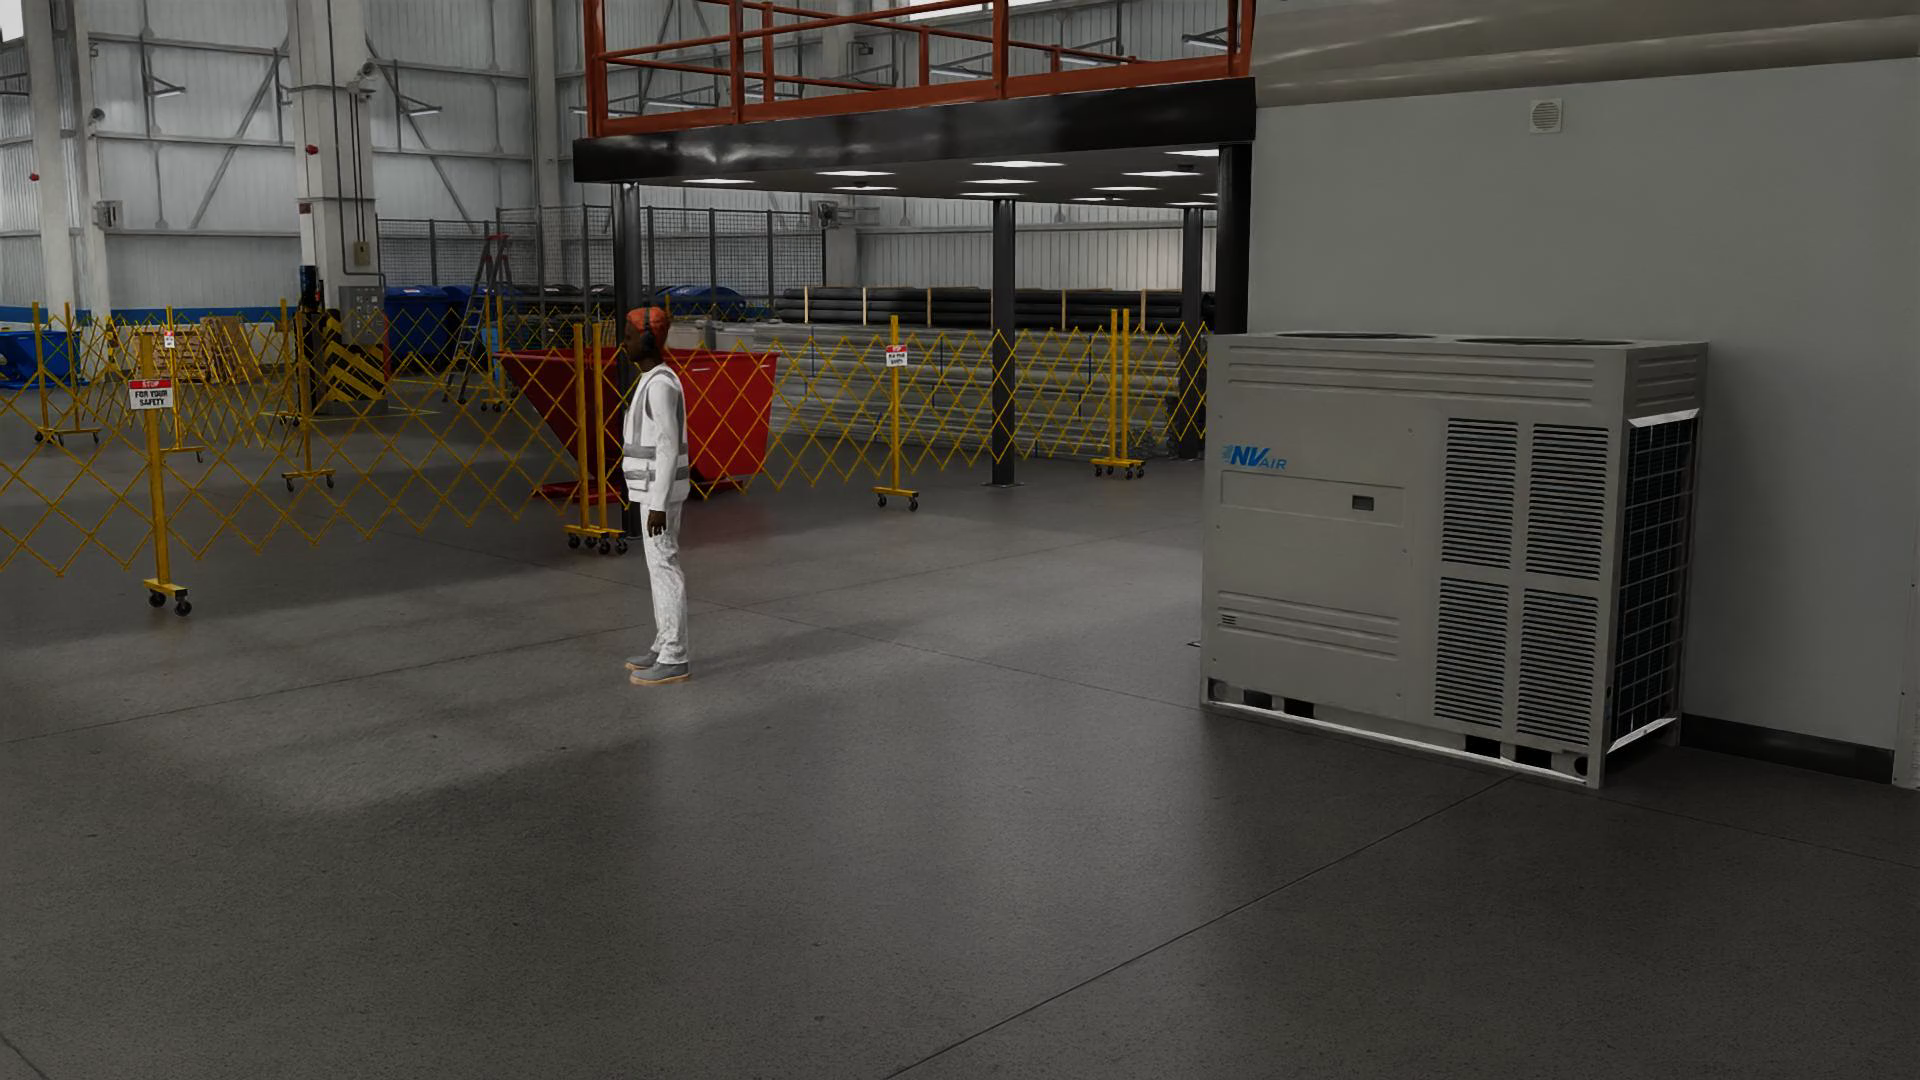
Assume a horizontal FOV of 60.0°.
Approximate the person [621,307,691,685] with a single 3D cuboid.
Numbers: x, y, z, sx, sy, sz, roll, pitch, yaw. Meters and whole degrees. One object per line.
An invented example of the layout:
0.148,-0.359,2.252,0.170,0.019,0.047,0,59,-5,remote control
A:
-1.524,-0.219,8.334,0.341,1.882,0.587,-2,10,-13,person
